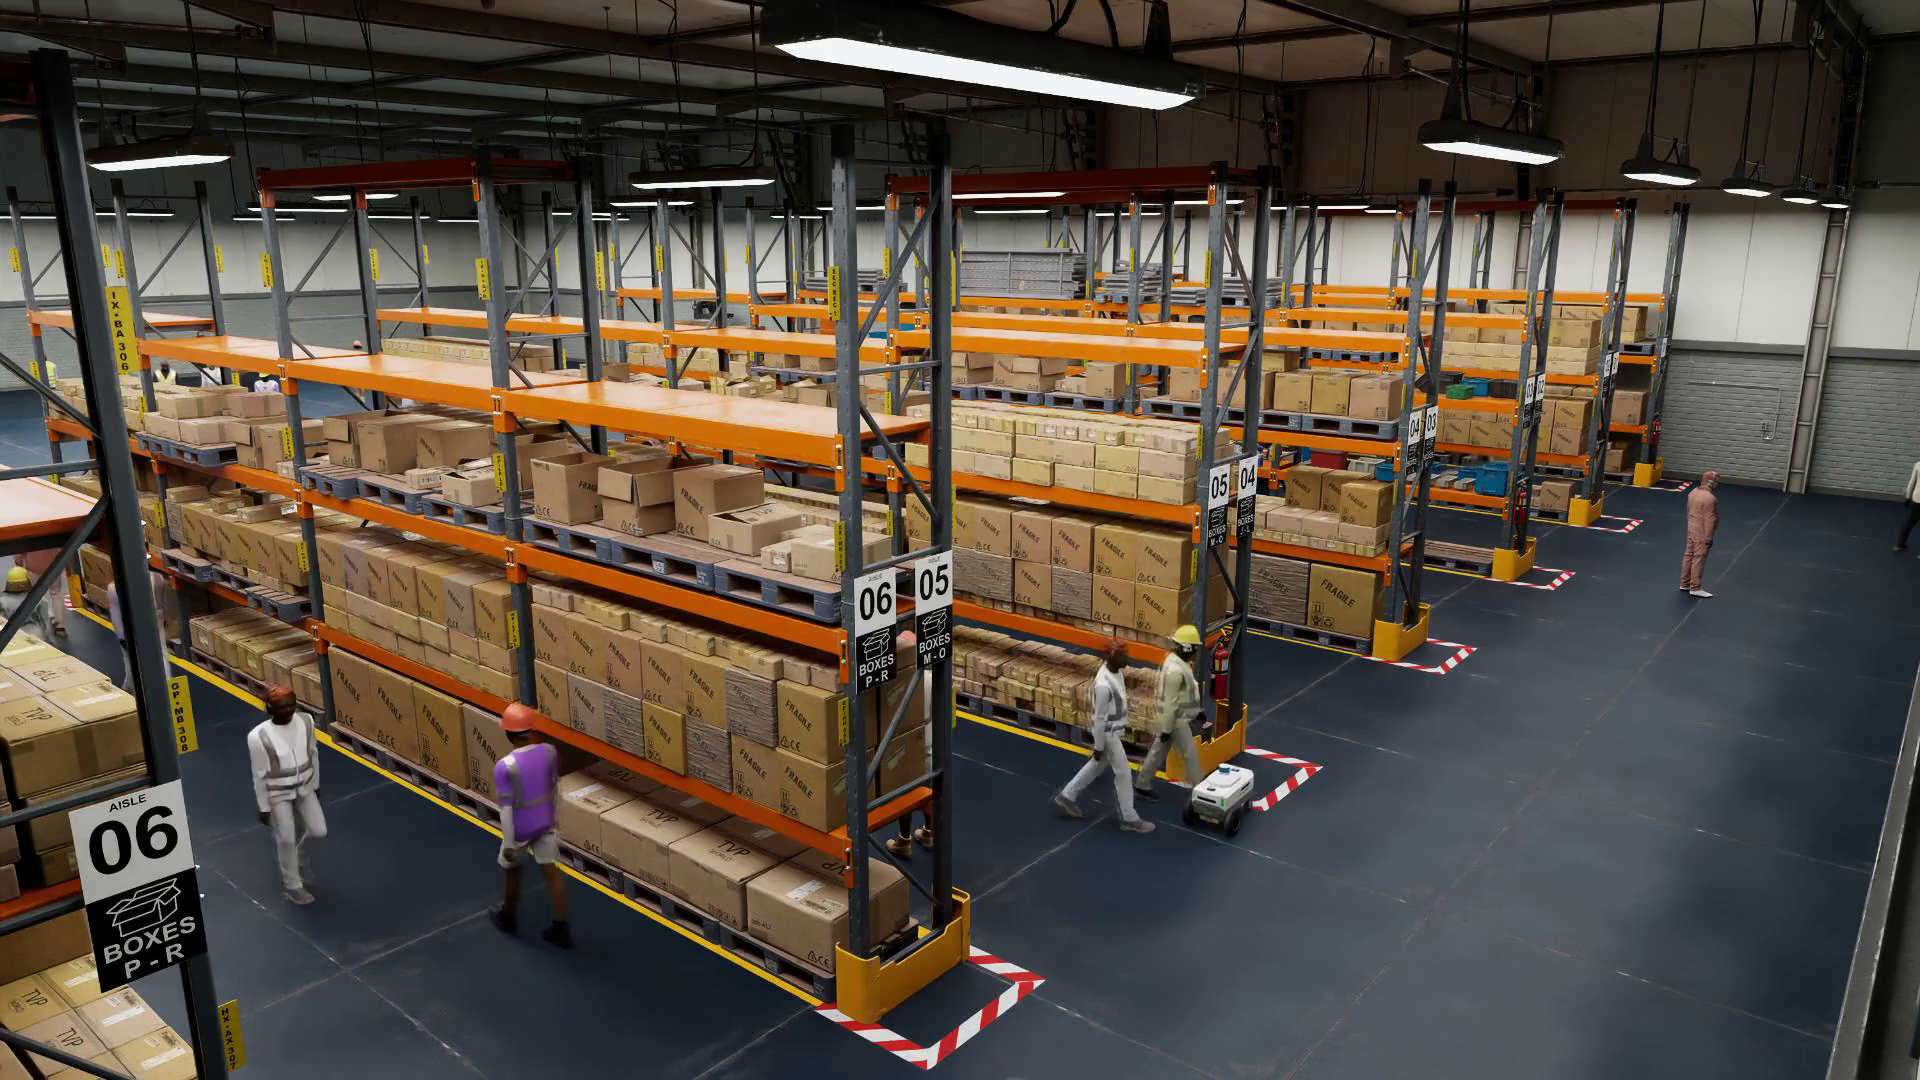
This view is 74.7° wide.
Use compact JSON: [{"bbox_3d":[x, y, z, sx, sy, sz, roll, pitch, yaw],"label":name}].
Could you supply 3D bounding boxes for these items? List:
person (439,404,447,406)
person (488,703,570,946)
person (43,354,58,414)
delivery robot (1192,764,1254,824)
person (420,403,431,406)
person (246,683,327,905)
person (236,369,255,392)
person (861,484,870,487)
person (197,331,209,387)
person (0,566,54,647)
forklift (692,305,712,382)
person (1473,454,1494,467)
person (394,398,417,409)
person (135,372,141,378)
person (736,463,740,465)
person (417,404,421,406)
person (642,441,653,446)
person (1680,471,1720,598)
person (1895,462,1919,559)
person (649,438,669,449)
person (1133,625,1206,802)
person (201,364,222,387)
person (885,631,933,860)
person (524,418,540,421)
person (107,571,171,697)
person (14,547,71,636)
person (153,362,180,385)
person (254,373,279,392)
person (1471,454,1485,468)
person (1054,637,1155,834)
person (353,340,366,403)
[{"bbox_3d":[-14.455,-3.953,34.852,0.550,1.937,0.357,-10,17,-35],"label":"person"},{"bbox_3d":[-3.379,2.166,9.739,0.912,1.902,0.564,10,17,36],"label":"person"},{"bbox_3d":[-27.766,-4.739,38.289,0.430,1.843,0.625,5,15,21],"label":"person"},{"bbox_3d":[2.462,2.330,11.769,0.477,0.478,0.707,9,16,36],"label":"delivery robot"},{"bbox_3d":[-12.264,-2.485,29.087,0.533,1.804,0.488,-4,14,-17],"label":"person"},{"bbox_3d":[-5.459,2.063,10.259,0.438,1.872,0.582,8,16,31],"label":"person"},{"bbox_3d":[-19.674,-3.907,34.600,0.457,1.976,0.622,13,18,42],"label":"person"},{"bbox_3d":[-1.763,-2.052,27.133,0.960,1.902,0.548,13,18,42],"label":"person"},{"bbox_3d":[-26.990,-6.439,44.951,0.535,2.000,0.674,12,18,41],"label":"person"},{"bbox_3d":[-10.577,1.149,14.280,0.512,1.730,0.387,-11,18,-39],"label":"person"},{"bbox_3d":[-9.511,-7.392,47.124,1.873,2.768,1.129,11,17,38],"label":"forklift"},{"bbox_3d":[11.079,-1.852,26.318,0.928,1.884,0.614,12,18,40],"label":"person"},{"bbox_3d":[-14.832,-3.620,33.575,0.957,1.888,0.569,12,18,41],"label":"person"},{"bbox_3d":[-29.159,-6.149,44.543,0.633,1.617,0.525,-2,14,-6],"label":"person"},{"bbox_3d":[-5.371,-2.622,30.077,0.424,1.613,0.647,-6,15,-23],"label":"person"},{"bbox_3d":[-16.883,-4.985,39.472,0.522,1.760,0.331,-4,14,-14],"label":"person"},{"bbox_3d":[-5.342,-0.757,21.746,0.387,1.919,0.594,9,16,33],"label":"person"},{"bbox_3d":[11.258,-0.103,19.092,0.409,1.904,0.640,1,14,5],"label":"person"},{"bbox_3d":[16.474,-0.688,21.380,0.500,1.965,0.644,-5,15,-21],"label":"person"},{"bbox_3d":[-5.578,-1.198,23.584,0.403,1.911,0.637,13,19,43],"label":"person"},{"bbox_3d":[2.101,1.682,12.011,0.913,1.776,0.589,1,14,6],"label":"person"},{"bbox_3d":[-22.010,-4.447,37.185,0.607,1.794,0.831,-8,16,-31],"label":"person"},{"bbox_3d":[-0.445,1.783,11.037,0.606,2.044,0.373,-10,17,-35],"label":"person"},{"bbox_3d":[-10.364,-2.751,30.528,0.515,1.641,0.308,3,14,13],"label":"person"},{"bbox_3d":[-9.596,1.010,14.720,0.926,1.803,0.643,10,17,37],"label":"person"},{"bbox_3d":[-12.416,0.346,17.080,0.483,1.975,0.644,10,17,37],"label":"person"},{"bbox_3d":[-22.931,-4.262,36.448,0.627,1.795,0.978,-7,15,-26],"label":"person"},{"bbox_3d":[-18.355,-3.593,33.404,0.585,1.922,0.372,-4,14,-15],"label":"person"},{"bbox_3d":[11.250,-2.017,27.069,0.563,1.849,0.405,-10,17,-35],"label":"person"},{"bbox_3d":[1.317,1.755,11.577,0.933,1.857,0.611,3,14,14],"label":"person"},{"bbox_3d":[-19.507,-5.483,40.997,0.642,2.000,0.967,-4,14,-16],"label":"person"}]
